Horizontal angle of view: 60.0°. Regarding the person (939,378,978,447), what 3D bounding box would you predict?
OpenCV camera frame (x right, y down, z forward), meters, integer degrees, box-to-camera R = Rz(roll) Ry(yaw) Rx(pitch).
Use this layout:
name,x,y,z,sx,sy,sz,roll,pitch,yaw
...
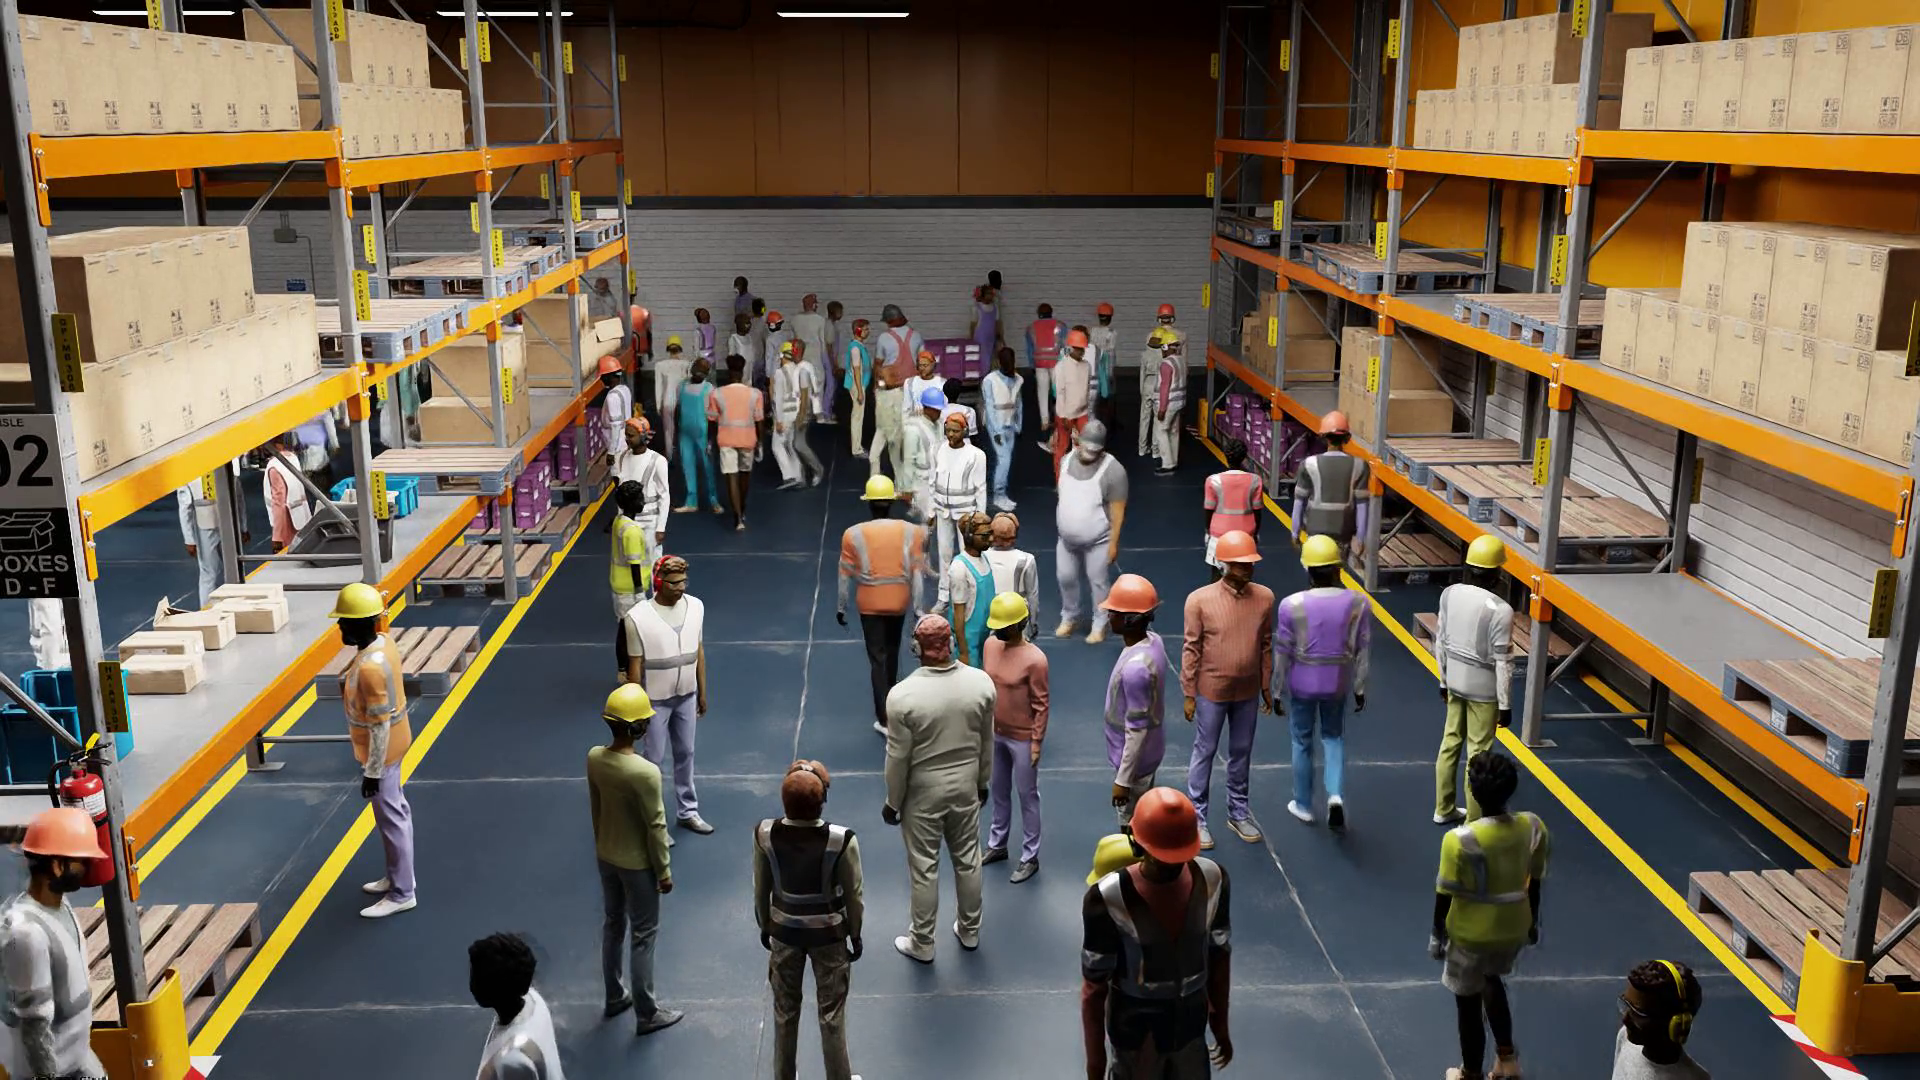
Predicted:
name,x,y,z,sx,sy,sz,roll,pitch,yaw
person,-0.072,-0.909,17.976,0.534,1.697,0.318,1,14,3

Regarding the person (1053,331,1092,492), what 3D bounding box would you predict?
name,x,y,z,sx,sy,sz,roll,pitch,yaw
person,1.416,-1.472,19.632,0.631,1.962,0.833,-11,18,-36

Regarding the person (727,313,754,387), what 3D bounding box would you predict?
name,x,y,z,sx,sy,sz,roll,pitch,yaw
person,-2.971,-2.182,22.701,0.342,1.840,0.506,8,16,27

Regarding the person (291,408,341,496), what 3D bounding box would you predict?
name,x,y,z,sx,sy,sz,roll,pitch,yaw
person,-7.122,-1.124,18.438,0.563,1.884,1.021,10,17,34

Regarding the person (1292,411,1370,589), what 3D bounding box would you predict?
name,x,y,z,sx,sy,sz,roll,pitch,yaw
person,3.140,-0.071,14.069,0.615,2.017,0.892,1,14,3

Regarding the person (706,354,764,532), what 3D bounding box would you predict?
name,x,y,z,sx,sy,sz,roll,pitch,yaw
person,-2.450,-1.072,18.174,0.634,1.921,0.994,-4,15,-15

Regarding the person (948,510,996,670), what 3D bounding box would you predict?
name,x,y,z,sx,sy,sz,roll,pitch,yaw
person,0.094,0.698,11.368,0.336,1.845,0.514,5,15,19

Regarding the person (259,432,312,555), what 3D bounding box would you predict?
name,x,y,z,sx,sy,sz,roll,pitch,yaw
person,-5.819,-0.100,14.386,0.411,1.906,0.603,-3,15,-10

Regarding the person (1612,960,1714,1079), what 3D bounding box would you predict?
name,x,y,z,sx,sy,sz,roll,pitch,yaw
person,2.185,2.210,5.384,0.329,1.872,0.508,-4,15,-14

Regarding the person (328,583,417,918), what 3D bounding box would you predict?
name,x,y,z,sx,sy,sz,roll,pitch,yaw
person,-3.279,1.172,9.341,0.373,1.928,0.584,-3,15,-13

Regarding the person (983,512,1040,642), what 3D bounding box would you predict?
name,x,y,z,sx,sy,sz,roll,pitch,yaw
person,0.330,0.605,12.136,0.513,1.645,0.307,5,15,18

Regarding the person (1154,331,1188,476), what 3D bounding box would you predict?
name,x,y,z,sx,sy,sz,roll,pitch,yaw
person,2.636,-1.713,20.898,0.403,1.818,0.603,8,16,28

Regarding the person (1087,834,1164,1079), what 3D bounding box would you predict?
name,x,y,z,sx,sy,sz,roll,pitch,yaw
person,0.655,1.971,6.549,0.337,1.759,0.524,-1,14,-5

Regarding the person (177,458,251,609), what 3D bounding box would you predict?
name,x,y,z,sx,sy,sz,roll,pitch,yaw
person,-6.434,-0.090,14.345,0.398,1.909,0.598,9,17,32

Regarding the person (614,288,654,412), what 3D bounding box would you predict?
name,x,y,z,sx,sy,sz,roll,pitch,yaw
person,-5.066,-2.939,25.436,0.705,1.943,0.611,13,19,42

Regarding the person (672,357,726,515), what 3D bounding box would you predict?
name,x,y,z,sx,sy,sz,roll,pitch,yaw
person,-2.980,-1.165,18.769,0.639,1.812,0.335,5,15,19

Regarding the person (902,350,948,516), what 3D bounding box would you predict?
name,x,y,z,sx,sy,sz,roll,pitch,yaw
person,-0.370,-1.195,18.721,0.583,1.882,0.338,3,15,11

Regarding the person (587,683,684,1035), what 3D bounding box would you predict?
name,x,y,z,sx,sy,sz,roll,pitch,yaw
person,-1.606,1.556,8.180,0.526,1.760,0.332,12,19,40

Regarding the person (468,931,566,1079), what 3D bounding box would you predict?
name,x,y,z,sx,sy,sz,roll,pitch,yaw
person,-1.550,2.168,5.998,0.919,1.646,0.531,-1,14,-4

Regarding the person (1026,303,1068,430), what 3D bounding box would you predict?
name,x,y,z,sx,sy,sz,roll,pitch,yaw
person,1.306,-2.532,24.154,0.680,1.797,0.832,3,15,13

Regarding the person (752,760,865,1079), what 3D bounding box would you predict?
name,x,y,z,sx,sy,sz,roll,pitch,yaw
person,-0.680,1.782,7.516,0.517,1.645,0.308,3,15,11

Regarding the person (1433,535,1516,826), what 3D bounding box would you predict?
name,x,y,z,sx,sy,sz,roll,pitch,yaw
person,3.214,0.909,10.368,0.354,1.930,0.594,-8,16,-27

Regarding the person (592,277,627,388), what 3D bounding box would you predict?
name,x,y,z,sx,sy,sz,roll,pitch,yaw
person,-5.798,-3.387,27.344,0.509,1.889,0.783,-6,15,-21

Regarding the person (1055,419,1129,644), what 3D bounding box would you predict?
name,x,y,z,sx,sy,sz,roll,pitch,yaw
person,1.103,-0.090,14.071,0.702,2.000,0.607,10,17,33

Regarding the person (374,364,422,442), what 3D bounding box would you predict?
name,x,y,z,sx,sy,sz,roll,pitch,yaw
person,-7.656,-2.165,22.517,0.677,1.901,0.812,-12,19,-39

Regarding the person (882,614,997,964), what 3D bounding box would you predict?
name,x,y,z,sx,sy,sz,roll,pitch,yaw
person,-0.126,1.315,8.841,0.639,1.901,0.406,-7,16,-27

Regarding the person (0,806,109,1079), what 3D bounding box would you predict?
name,x,y,z,sx,sy,sz,roll,pitch,yaw
person,-3.554,1.964,6.325,0.862,1.880,0.628,-4,15,-13

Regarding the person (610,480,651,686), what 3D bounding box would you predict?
name,x,y,z,sx,sy,sz,roll,pitch,yaw
person,-2.560,0.363,12.977,0.320,1.695,0.538,-6,15,-22

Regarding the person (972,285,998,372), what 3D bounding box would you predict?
name,x,y,z,sx,sy,sz,roll,pitch,yaw
person,0.422,-3.370,27.568,0.472,1.724,0.595,-4,15,-14

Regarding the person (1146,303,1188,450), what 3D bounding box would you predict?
name,x,y,z,sx,sy,sz,roll,pitch,yaw
person,2.761,-2.184,22.386,0.622,1.990,0.389,-4,15,-15
